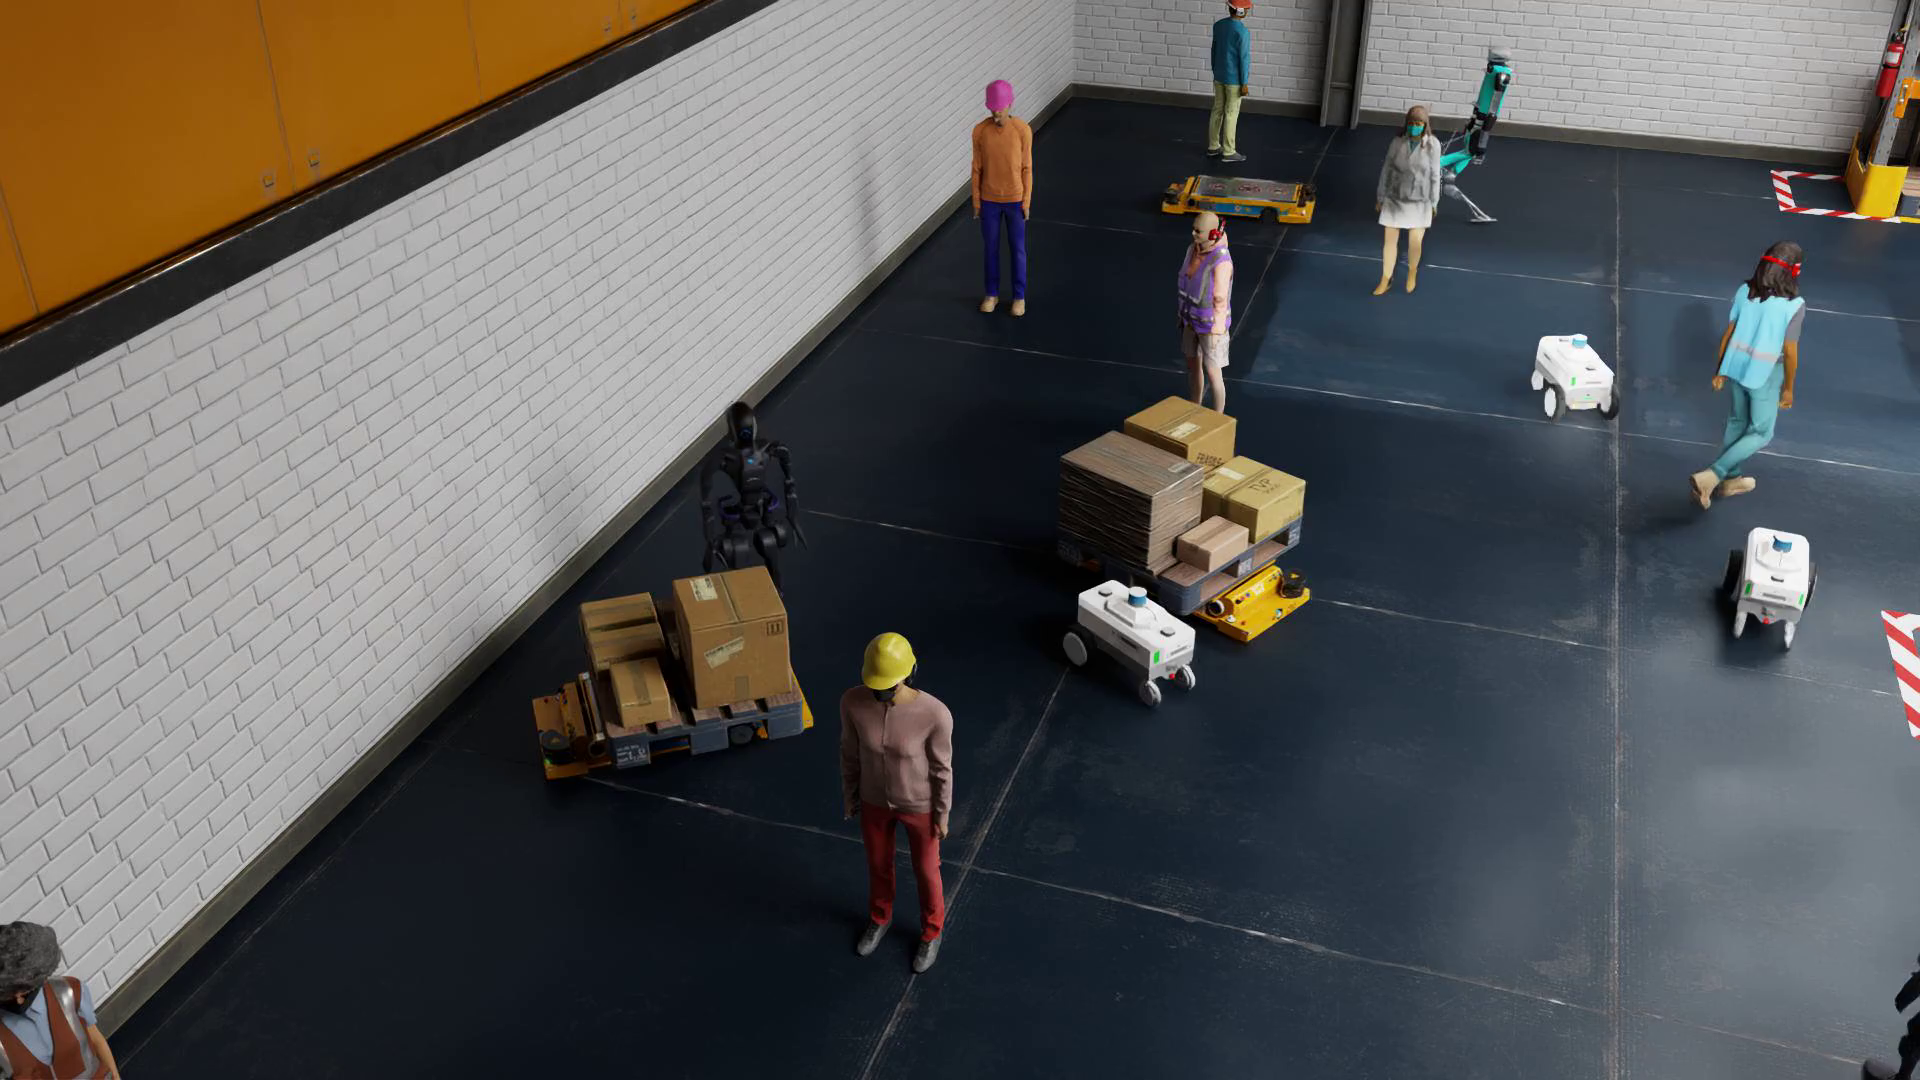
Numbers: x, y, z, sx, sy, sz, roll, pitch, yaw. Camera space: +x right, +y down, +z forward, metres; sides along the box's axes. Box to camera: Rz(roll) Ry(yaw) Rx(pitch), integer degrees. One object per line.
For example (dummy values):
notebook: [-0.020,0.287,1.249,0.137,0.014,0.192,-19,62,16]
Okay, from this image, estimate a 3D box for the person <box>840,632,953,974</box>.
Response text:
person: [-0.277,1.139,7.220,0.515,1.756,0.333,9,32,15]

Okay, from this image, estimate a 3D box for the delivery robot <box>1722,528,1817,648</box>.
delivery robot: [4.864,0.237,9.959,0.499,0.614,0.804,13,33,21]

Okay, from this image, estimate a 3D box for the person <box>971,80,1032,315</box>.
person: [0.339,-2.830,13.768,0.511,1.973,0.403,5,31,9]

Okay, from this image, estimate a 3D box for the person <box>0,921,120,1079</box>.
person: [-3.129,2.008,5.806,0.324,1.686,0.445,25,39,36]

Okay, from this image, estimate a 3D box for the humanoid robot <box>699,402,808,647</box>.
humanoid robot: [-1.150,-0.049,9.327,0.612,1.639,0.477,-13,33,-21]

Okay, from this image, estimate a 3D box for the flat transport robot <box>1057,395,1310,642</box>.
flat transport robot: [1.392,0.169,10.337,1.431,0.231,0.659,26,39,37]

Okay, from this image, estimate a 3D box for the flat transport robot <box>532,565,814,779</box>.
flat transport robot: [-1.573,0.913,9.071,1.431,0.231,0.659,-10,32,-16]

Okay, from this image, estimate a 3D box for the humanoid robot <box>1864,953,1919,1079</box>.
humanoid robot: [3.965,1.672,6.404,0.610,1.629,0.583,-1,30,-1]

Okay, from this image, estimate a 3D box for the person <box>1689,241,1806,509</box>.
person: [5.155,-1.046,10.848,0.705,1.849,0.525,-14,33,-23]

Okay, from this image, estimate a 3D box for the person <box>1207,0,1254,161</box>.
person: [2.859,-4.877,17.456,0.341,1.748,0.572,-16,34,-25]

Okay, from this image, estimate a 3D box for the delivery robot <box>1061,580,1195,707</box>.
delivery robot: [0.976,0.534,9.437,0.499,0.597,0.779,-21,36,-32]

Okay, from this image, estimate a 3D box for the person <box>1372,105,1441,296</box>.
person: [3.792,-2.864,14.127,0.535,1.654,0.373,15,33,23]

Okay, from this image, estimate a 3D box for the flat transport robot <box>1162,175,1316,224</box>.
flat transport robot: [2.742,-3.342,16.311,1.431,0.231,0.659,7,31,13]

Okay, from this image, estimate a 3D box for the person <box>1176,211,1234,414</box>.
person: [1.731,-1.524,11.822,0.353,1.685,0.486,-15,34,-24]

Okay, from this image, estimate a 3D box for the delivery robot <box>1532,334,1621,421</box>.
delivery robot: [4.596,-1.231,12.453,0.499,0.610,0.814,-2,31,-3]

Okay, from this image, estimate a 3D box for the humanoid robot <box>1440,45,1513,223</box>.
humanoid robot: [4.630,-3.757,15.620,1.037,1.759,0.536,3,31,5]
